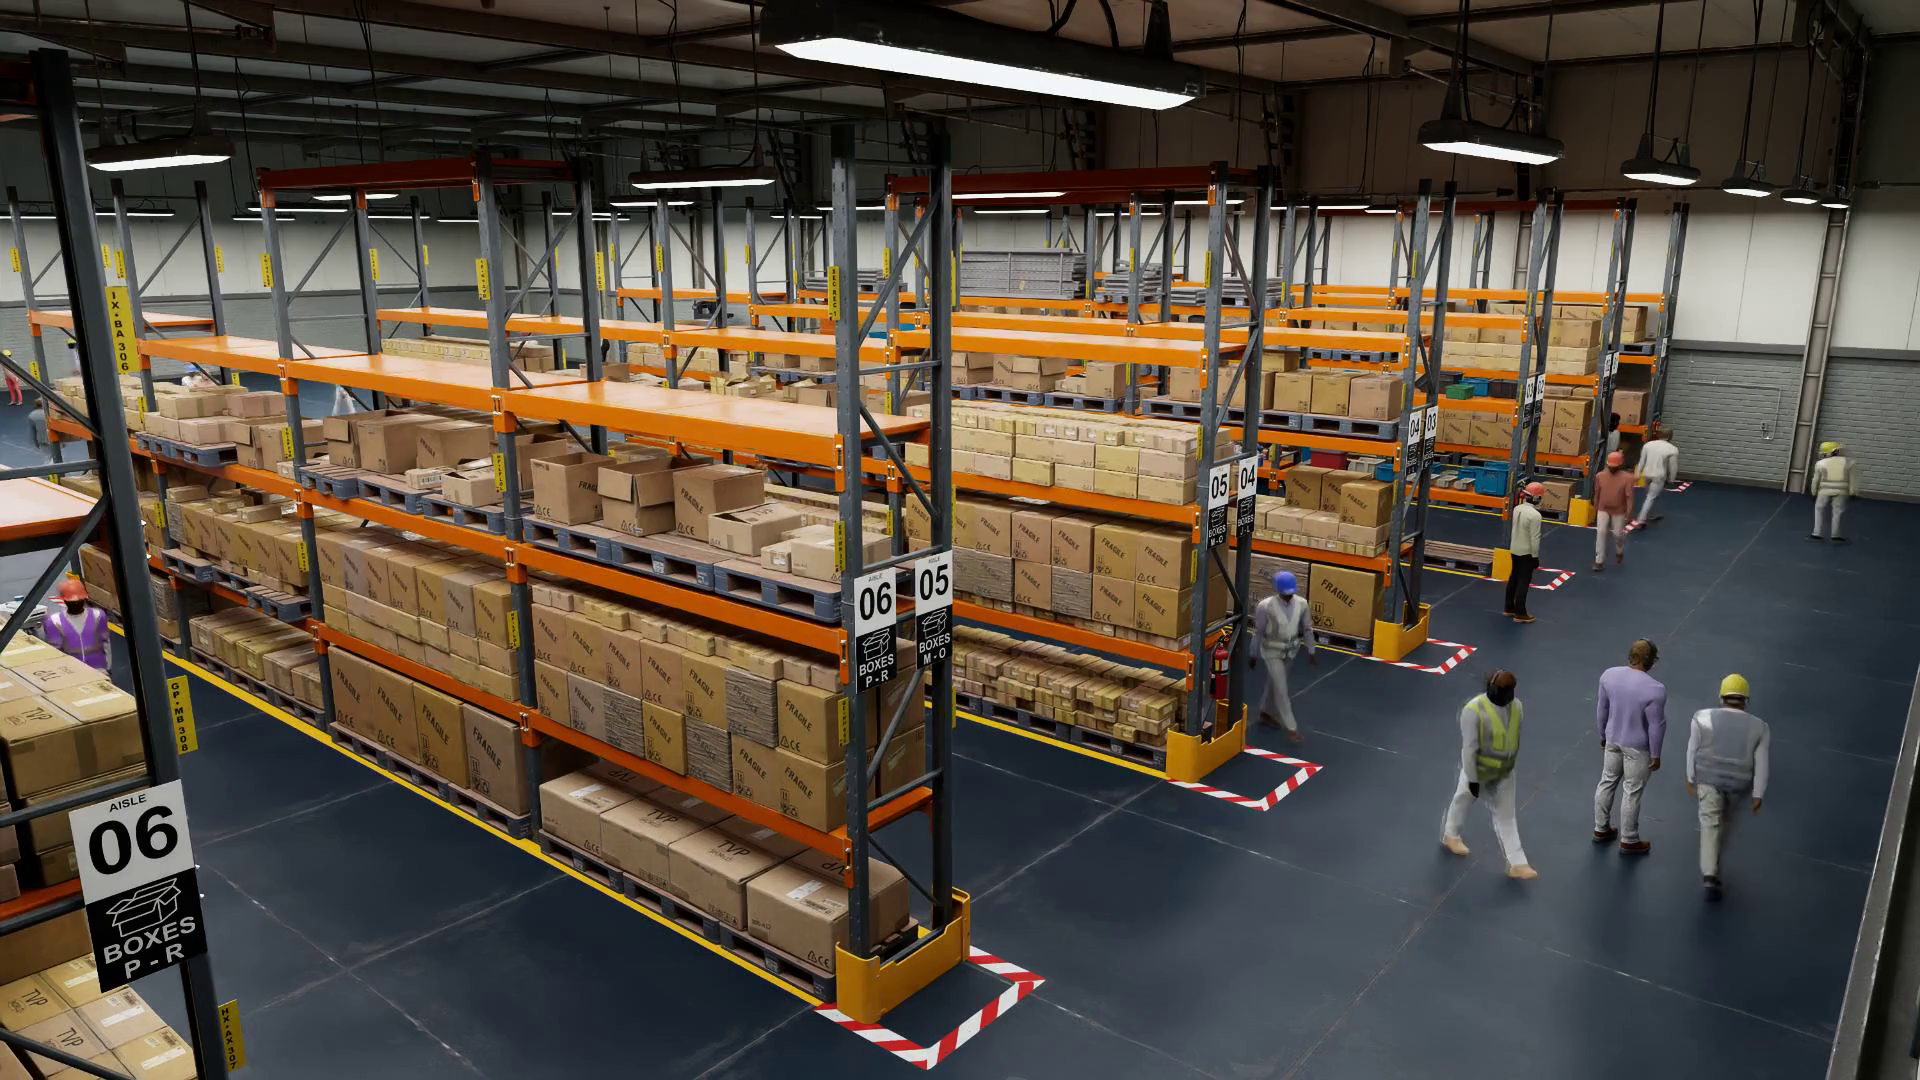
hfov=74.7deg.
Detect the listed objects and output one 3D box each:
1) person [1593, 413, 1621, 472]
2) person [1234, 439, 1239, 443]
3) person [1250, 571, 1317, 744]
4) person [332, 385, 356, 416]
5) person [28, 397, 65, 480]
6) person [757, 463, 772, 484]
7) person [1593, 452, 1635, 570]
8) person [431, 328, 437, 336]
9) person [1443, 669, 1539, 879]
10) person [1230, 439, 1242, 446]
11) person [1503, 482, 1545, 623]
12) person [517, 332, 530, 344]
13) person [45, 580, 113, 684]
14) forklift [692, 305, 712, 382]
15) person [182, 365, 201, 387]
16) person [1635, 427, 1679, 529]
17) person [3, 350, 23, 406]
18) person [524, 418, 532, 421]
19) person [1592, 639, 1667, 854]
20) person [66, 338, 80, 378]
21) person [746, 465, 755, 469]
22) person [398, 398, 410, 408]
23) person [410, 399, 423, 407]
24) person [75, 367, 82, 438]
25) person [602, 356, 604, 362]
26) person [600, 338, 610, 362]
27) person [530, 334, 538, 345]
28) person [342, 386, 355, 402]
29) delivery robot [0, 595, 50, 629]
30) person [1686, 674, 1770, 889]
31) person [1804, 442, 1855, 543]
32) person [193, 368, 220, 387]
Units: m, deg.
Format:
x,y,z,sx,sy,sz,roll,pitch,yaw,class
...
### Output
x,y,z,sx,sy,sz,roll,pitch,yaw,class
12.828,-1.554,24.955,0.642,1.945,0.523,-6,15,-23,person
6.533,-2.773,30.180,0.533,1.851,0.540,11,18,39,person
3.524,1.235,13.621,0.697,1.880,0.943,-5,15,-20,person
-18.219,-4.329,37.125,0.876,1.592,0.515,4,14,16,person
-19.965,-2.168,27.537,0.648,1.926,0.555,-1,14,-3,person
-3.353,-0.515,21.362,0.608,1.624,0.534,5,14,19,person
10.710,-0.508,20.630,0.632,1.964,0.773,12,18,40,person
-21.568,-7.845,51.496,0.506,1.632,0.288,-1,14,-3,person
4.564,1.974,10.795,0.639,1.789,0.982,-5,14,-19,person
6.019,-2.202,27.492,0.924,2.009,0.636,11,18,39,person
8.022,0.158,17.848,0.406,1.987,0.619,-1,14,-4,person
-16.286,-6.826,46.863,0.962,1.835,0.608,9,17,34,person
-9.074,1.358,13.062,0.554,1.911,0.747,-11,18,-39,person
-9.511,-7.392,47.124,1.873,2.768,1.129,11,17,38,forklift
-20.822,-3.816,34.295,0.625,1.929,0.450,-3,14,-12,person
13.014,-1.157,23.447,1.020,1.889,0.646,-7,15,-27,person
-30.403,-5.200,40.342,0.525,1.769,0.312,2,14,8,person
-11.999,-3.930,34.873,0.356,1.883,0.572,6,15,22,person
5.932,1.808,11.163,0.371,1.934,0.627,-6,15,-24,person
-30.291,-5.960,43.172,0.458,1.902,0.610,-9,16,-32,person
-4.416,-2.010,26.900,0.392,1.919,0.590,5,15,21,person
-14.067,-3.226,31.763,0.450,1.981,0.652,-7,16,-28,person
-15.792,-4.336,36.532,0.423,1.894,0.660,11,18,39,person
-23.523,-3.711,33.972,0.826,1.875,0.674,-10,17,-34,person
-10.757,-4.628,37.822,0.505,1.847,0.344,2,14,7,person
-13.879,-7.407,48.934,0.538,2.000,0.690,0,14,0,person
-16.532,-7.159,48.673,0.501,1.632,0.280,-8,16,-29,person
-20.165,-5.386,41.256,0.532,1.694,0.319,0,14,-1,person
-12.842,1.003,17.240,0.707,0.478,0.477,6,15,22,delivery robot
6.440,2.037,10.592,0.590,1.774,0.931,6,15,24,person
15.540,-0.839,22.387,0.700,1.784,0.406,7,15,25,person
-20.032,-3.629,33.601,0.671,1.893,0.417,-7,15,-26,person
